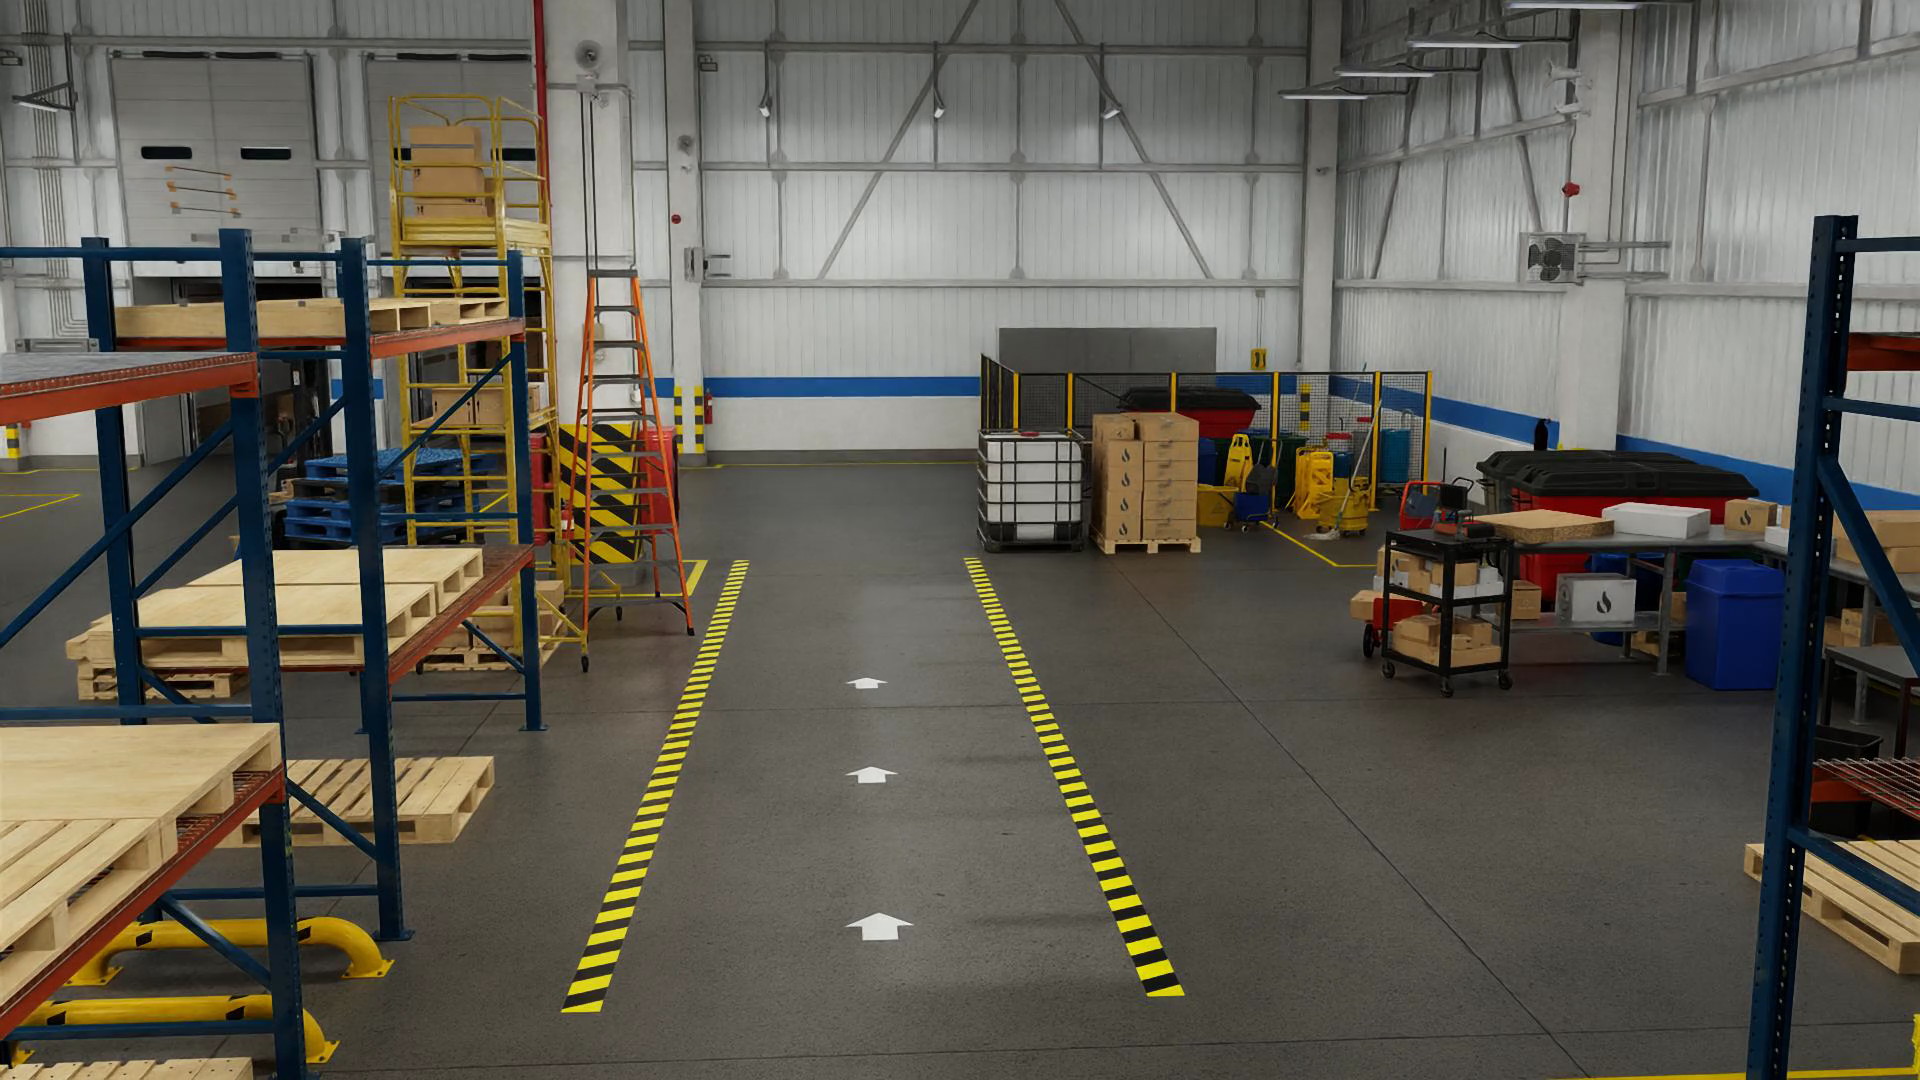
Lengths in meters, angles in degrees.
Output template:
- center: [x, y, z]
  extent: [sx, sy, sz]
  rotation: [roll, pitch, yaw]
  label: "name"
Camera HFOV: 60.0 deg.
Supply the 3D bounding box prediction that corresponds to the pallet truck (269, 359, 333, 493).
- center: [-7.062, -1.131, 18.996]
  extent: [1.885, 1.965, 0.823]
  rotation: [2, 9, 13]
  label: "pallet truck"
